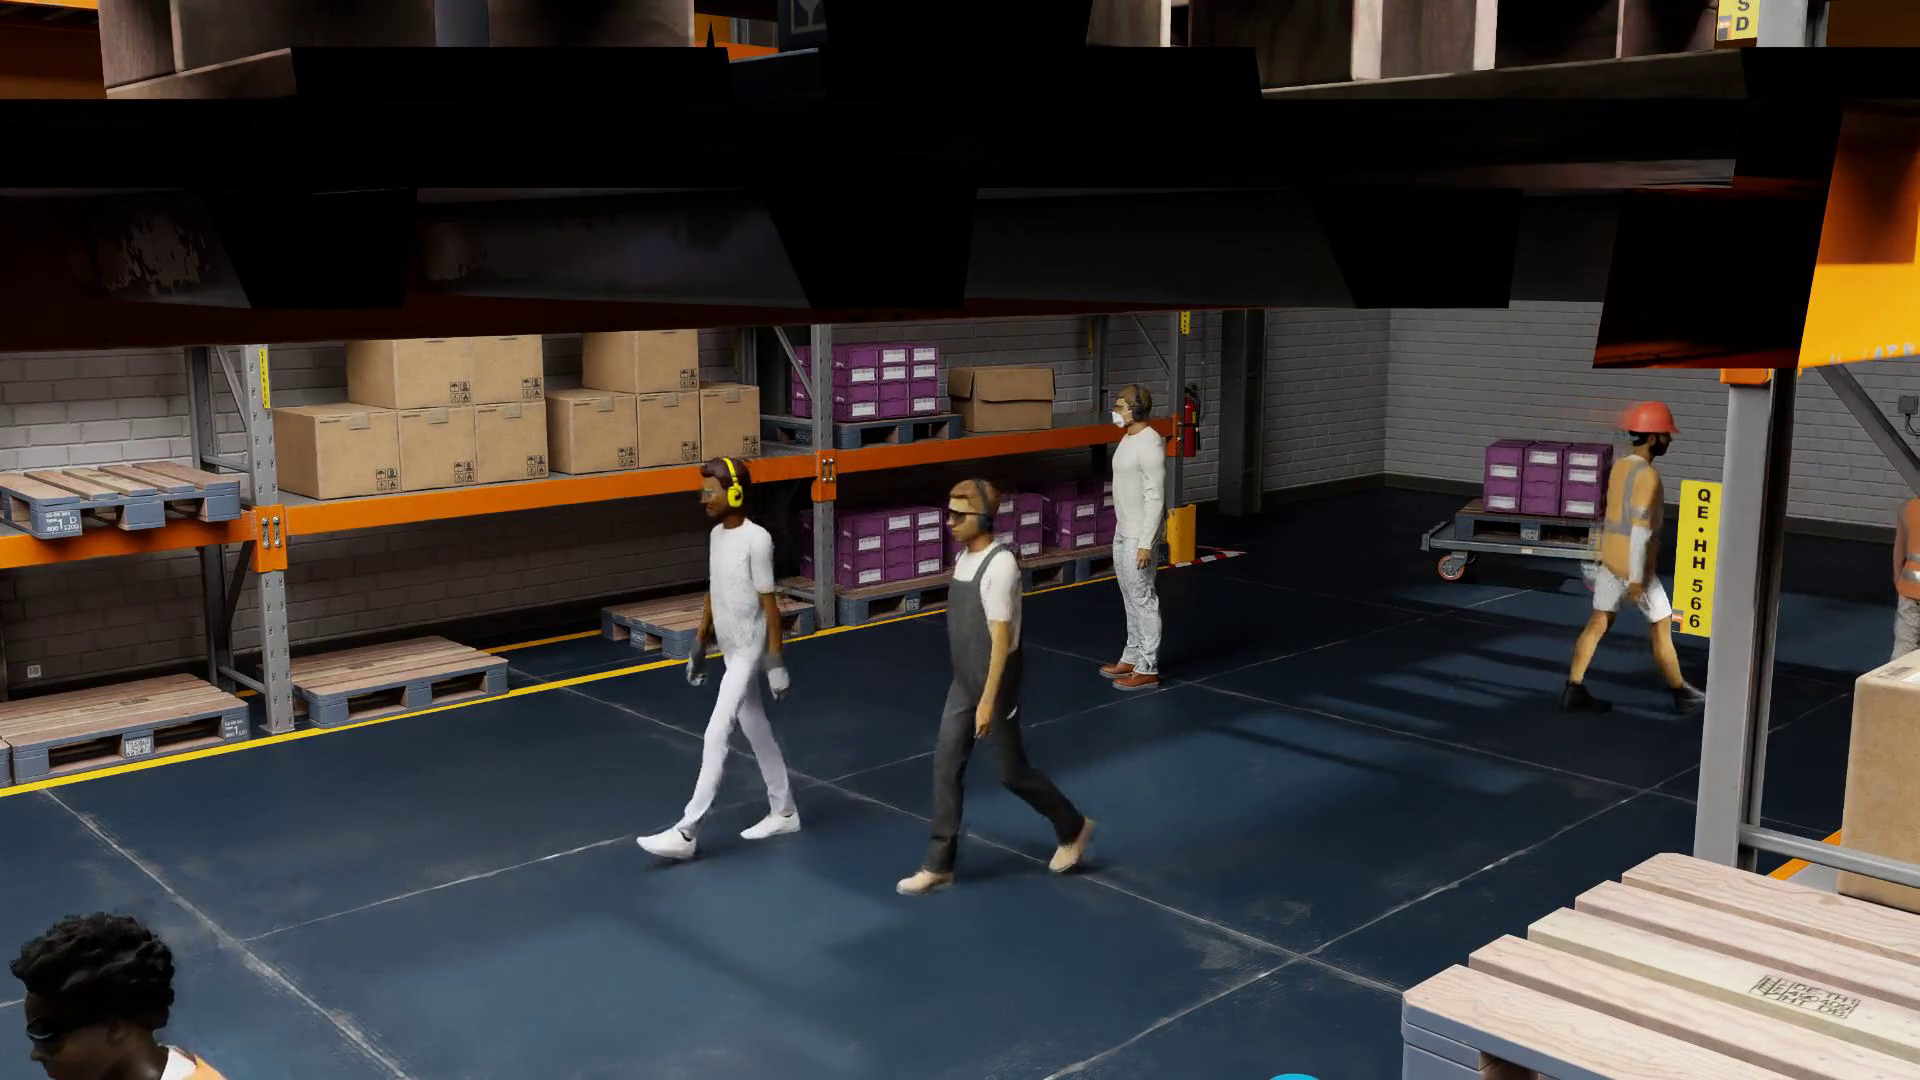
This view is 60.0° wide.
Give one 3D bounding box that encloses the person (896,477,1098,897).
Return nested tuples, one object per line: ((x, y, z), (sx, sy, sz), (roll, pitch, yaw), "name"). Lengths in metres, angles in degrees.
((0.166, 0.622, 7.194), (0.894, 1.819, 0.531), (-5, 11, -28), "person")

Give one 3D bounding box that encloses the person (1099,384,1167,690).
((1.114, -0.021, 10.559), (0.357, 1.938, 0.638), (-1, 10, -8), "person")

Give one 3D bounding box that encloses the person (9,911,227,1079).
((-1.302, 1.421, 2.861), (0.551, 1.672, 0.438), (8, 13, 40), "person")

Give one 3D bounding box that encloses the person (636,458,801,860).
((-1.125, 0.541, 7.599), (0.932, 1.824, 0.535), (-6, 11, -29), "person")

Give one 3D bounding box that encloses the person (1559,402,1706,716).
((4.064, 0.123, 9.864), (0.975, 1.882, 0.565), (0, 10, 0), "person")

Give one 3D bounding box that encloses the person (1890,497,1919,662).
((5.486, 0.329, 9.388), (0.310, 1.639, 0.521), (-3, 10, -16), "person")
